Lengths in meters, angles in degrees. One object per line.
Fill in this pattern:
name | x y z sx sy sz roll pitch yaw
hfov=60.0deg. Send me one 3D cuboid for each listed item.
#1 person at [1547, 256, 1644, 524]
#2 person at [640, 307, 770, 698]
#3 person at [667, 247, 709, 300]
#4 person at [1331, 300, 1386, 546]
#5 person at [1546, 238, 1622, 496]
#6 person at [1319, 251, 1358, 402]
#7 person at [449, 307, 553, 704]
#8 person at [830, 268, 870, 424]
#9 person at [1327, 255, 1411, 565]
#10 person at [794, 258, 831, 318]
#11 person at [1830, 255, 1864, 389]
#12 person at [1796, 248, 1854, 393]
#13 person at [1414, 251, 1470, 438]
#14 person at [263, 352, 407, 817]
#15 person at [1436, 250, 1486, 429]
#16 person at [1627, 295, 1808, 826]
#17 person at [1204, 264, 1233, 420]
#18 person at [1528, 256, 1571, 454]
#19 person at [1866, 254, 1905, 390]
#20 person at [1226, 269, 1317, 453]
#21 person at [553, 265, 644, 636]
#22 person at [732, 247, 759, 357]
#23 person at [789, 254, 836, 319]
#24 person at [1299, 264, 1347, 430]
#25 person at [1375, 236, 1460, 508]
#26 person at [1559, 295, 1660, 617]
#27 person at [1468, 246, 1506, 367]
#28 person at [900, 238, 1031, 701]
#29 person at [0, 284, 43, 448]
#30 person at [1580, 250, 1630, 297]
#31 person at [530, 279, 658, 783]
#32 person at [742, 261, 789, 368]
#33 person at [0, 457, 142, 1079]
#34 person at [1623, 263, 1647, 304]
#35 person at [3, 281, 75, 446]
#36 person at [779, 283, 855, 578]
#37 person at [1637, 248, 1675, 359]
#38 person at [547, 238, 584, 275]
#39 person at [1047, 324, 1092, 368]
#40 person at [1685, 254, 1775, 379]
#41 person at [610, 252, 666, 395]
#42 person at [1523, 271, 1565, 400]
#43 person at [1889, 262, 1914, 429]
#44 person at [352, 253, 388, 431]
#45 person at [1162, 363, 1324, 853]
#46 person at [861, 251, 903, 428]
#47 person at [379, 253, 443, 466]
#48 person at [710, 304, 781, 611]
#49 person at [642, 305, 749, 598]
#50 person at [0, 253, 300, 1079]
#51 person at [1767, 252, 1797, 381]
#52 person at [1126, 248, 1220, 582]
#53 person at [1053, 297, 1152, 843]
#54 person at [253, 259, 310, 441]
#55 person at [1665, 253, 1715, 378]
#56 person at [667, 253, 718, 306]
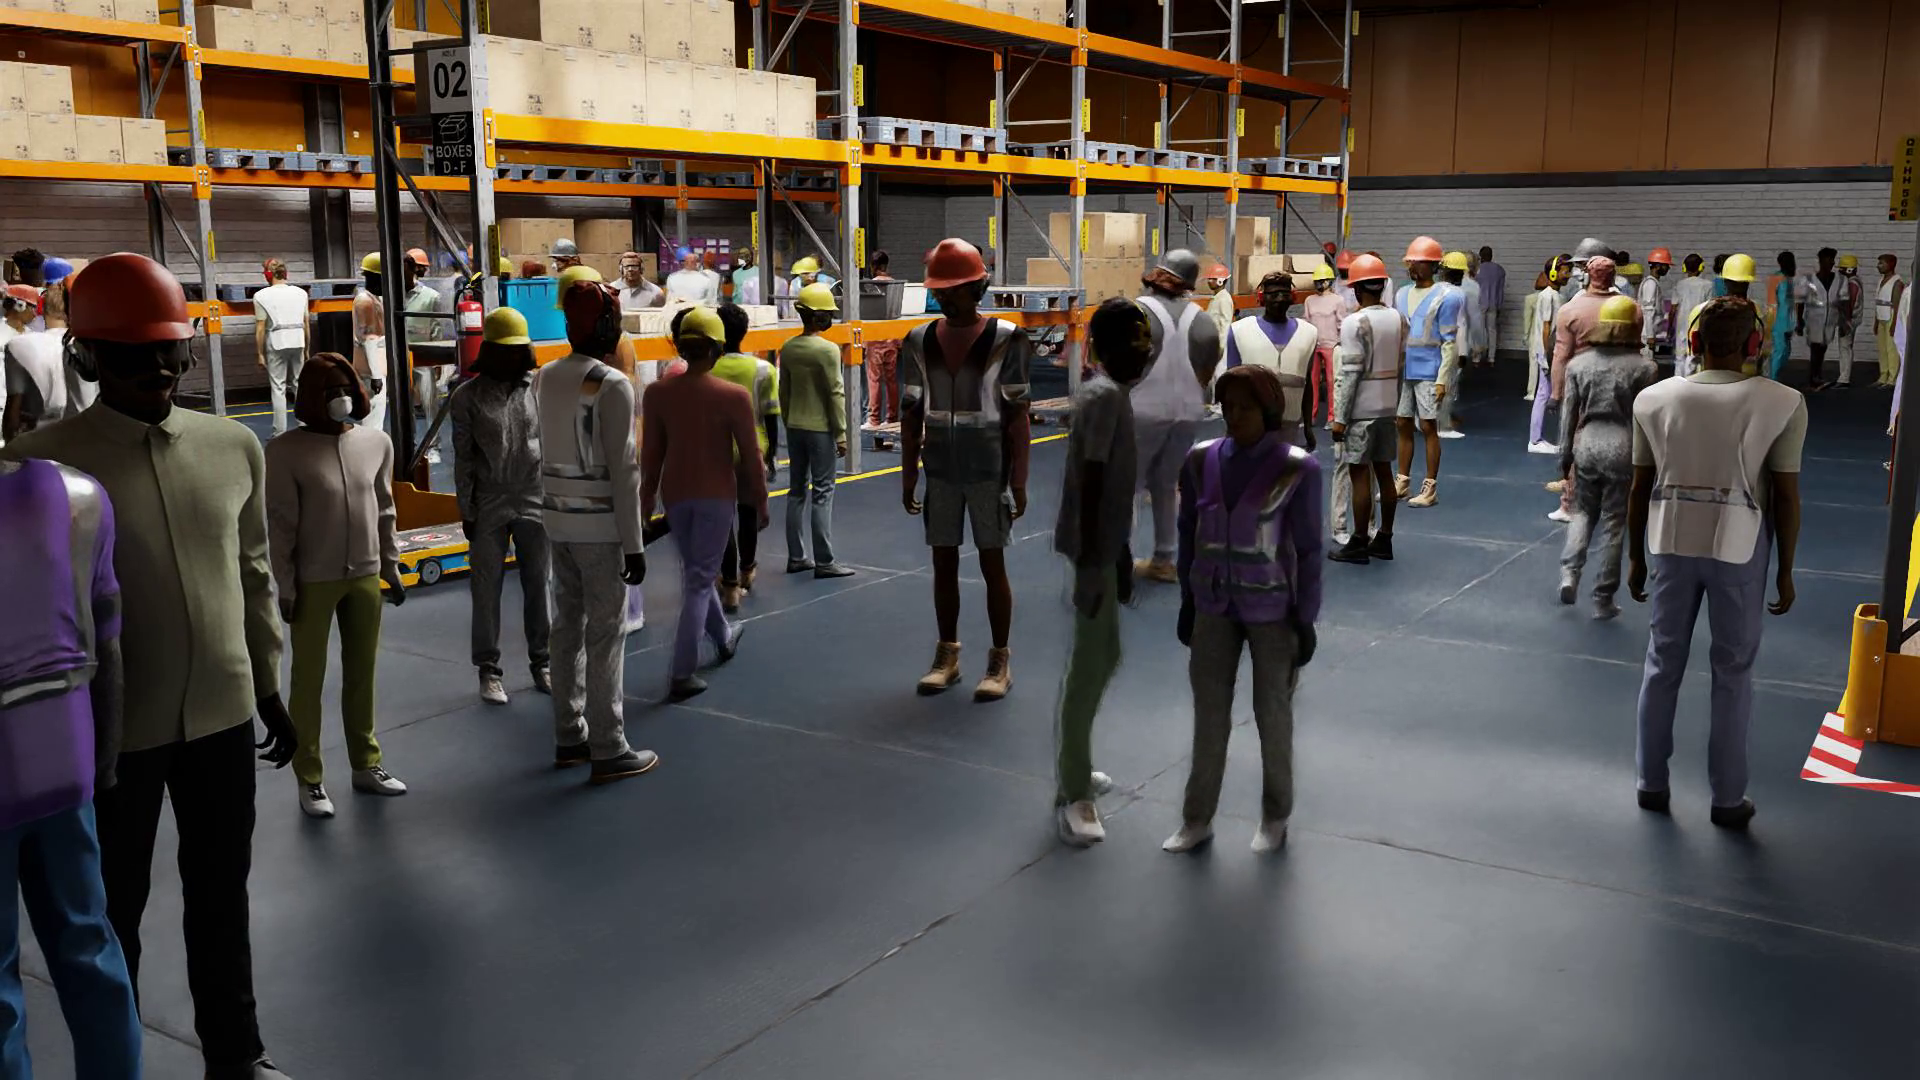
person | 4.511 -1.063 11.892 0.638 1.909 0.408 -1 10 -6
person | -1.141 -0.194 7.583 0.552 1.710 0.921 3 11 17
person | -3.717 -3.076 23.027 0.683 1.920 0.568 -2 11 -13
person | 2.680 -0.786 11.087 0.514 1.645 0.308 -6 12 -31
person | 4.885 -1.343 13.070 0.536 2.000 0.673 1 10 3
person | 4.742 -2.636 20.673 0.546 1.881 0.901 9 14 42
person | -1.962 -0.147 7.294 0.485 1.737 0.321 -6 12 -31
person | -1.127 -2.181 18.099 0.602 1.906 0.411 -5 12 -28
person | 2.546 -0.812 10.436 0.542 1.930 0.374 -7 12 -33
person | -1.737 -2.419 19.702 0.442 1.811 0.597 -4 11 -19
person | 12.080 -2.969 22.687 0.403 1.824 0.593 6 12 29
person | 11.531 -2.925 22.197 0.627 1.911 1.028 1 10 6
person | 4.903 -1.981 16.955 0.557 1.910 0.588 -2 10 -11
person | -2.216 0.147 5.941 0.285 1.633 0.501 8 13 39
person | 5.346 -2.136 17.829 0.621 1.910 0.705 -3 11 -17
person | 2.599 0.075 5.790 0.560 1.836 0.394 8 13 38
person | 2.895 -2.228 18.772 0.326 1.752 0.560 -1 10 -5
person | 5.627 -1.760 15.856 0.311 1.869 0.532 4 11 22
person | 12.619 -2.955 22.587 0.413 1.833 0.565 1 10 8
person | 1.862 -0.695 10.015 0.563 1.847 0.388 -2 10 -9
person | -1.822 -0.442 8.497 0.464 1.900 0.656 -6 12 -30
person | -2.970 -3.162 23.476 0.628 1.932 0.371 8 13 37
person | -1.825 -2.682 21.043 0.633 1.843 0.429 0 10 2
person | 3.864 -2.053 17.768 0.533 1.767 0.323 10 14 42
person | 3.479 -1.269 12.643 0.365 2.048 0.608 -7 12 -33
person | 3.497 -0.442 8.955 0.497 1.733 0.373 9 14 42
person | 8.377 -3.720 26.557 0.625 1.933 0.374 -3 11 -14
person | 0.007 -0.302 7.346 0.612 2.030 0.403 4 11 21
person | -6.867 -0.980 12.004 0.334 1.704 0.671 3 11 16
person | 8.051 -2.649 20.720 0.612 1.892 0.667 9 14 42
person | -1.380 -0.027 6.246 0.575 1.877 0.351 10 14 44
person | -2.462 -2.719 21.076 0.584 1.911 0.459 -1 10 -5
person | -1.904 0.489 3.246 0.383 1.923 0.588 5 11 27
person | 8.754 -2.747 21.733 0.479 1.727 0.494 4 11 20
person | -4.781 -0.461 8.824 0.602 1.806 0.602 5 11 24
person | -0.865 -0.655 10.022 0.316 1.767 0.535 -10 14 -44
person | 8.099 -2.438 19.459 0.386 1.929 0.543 4 11 23
person | -4.051 -2.061 17.052 0.538 2.000 0.684 -2 10 -11
person | 1.855 -3.728 26.289 0.921 2.000 0.695 5 11 25
person | 5.550 -1.094 12.017 0.594 1.924 0.384 1 10 4
person | -3.128 -1.792 15.930 0.636 1.911 0.406 -2 10 -12
person | 7.363 -2.572 21.011 0.499 1.633 0.285 1 10 7
person | 10.110 -2.065 17.661 0.357 1.835 0.516 6 12 28
person | -4.822 -1.410 13.784 0.382 1.918 0.585 -3 11 -16
person | 0.935 0.236 5.466 0.519 1.643 0.347 7 13 36
person | -0.826 -2.115 17.734 0.602 1.906 0.411 -10 14 -44
person | -4.924 -1.622 14.997 0.584 1.911 0.391 1 10 6
person | -1.286 -0.478 9.290 0.545 1.664 0.775 -3 11 -14
person | -1.611 -0.475 9.314 0.738 1.674 0.528 1 10 6
person | -1.757 0.377 3.665 0.387 1.992 0.626 7 13 35
person | 10.622 -2.787 21.552 0.402 1.878 0.702 4 11 20
person | 1.143 -0.745 9.759 0.714 2.000 0.548 -4 11 -19
person | 0.491 0.090 5.742 0.341 1.831 0.678 1 10 6
person | -6.765 -1.890 16.669 0.408 1.835 0.566 8 13 39
person | 8.642 -2.451 19.708 0.519 1.865 0.331 3 11 15
person | -3.474 -2.825 21.812 0.660 1.849 1.019 4 11 19
